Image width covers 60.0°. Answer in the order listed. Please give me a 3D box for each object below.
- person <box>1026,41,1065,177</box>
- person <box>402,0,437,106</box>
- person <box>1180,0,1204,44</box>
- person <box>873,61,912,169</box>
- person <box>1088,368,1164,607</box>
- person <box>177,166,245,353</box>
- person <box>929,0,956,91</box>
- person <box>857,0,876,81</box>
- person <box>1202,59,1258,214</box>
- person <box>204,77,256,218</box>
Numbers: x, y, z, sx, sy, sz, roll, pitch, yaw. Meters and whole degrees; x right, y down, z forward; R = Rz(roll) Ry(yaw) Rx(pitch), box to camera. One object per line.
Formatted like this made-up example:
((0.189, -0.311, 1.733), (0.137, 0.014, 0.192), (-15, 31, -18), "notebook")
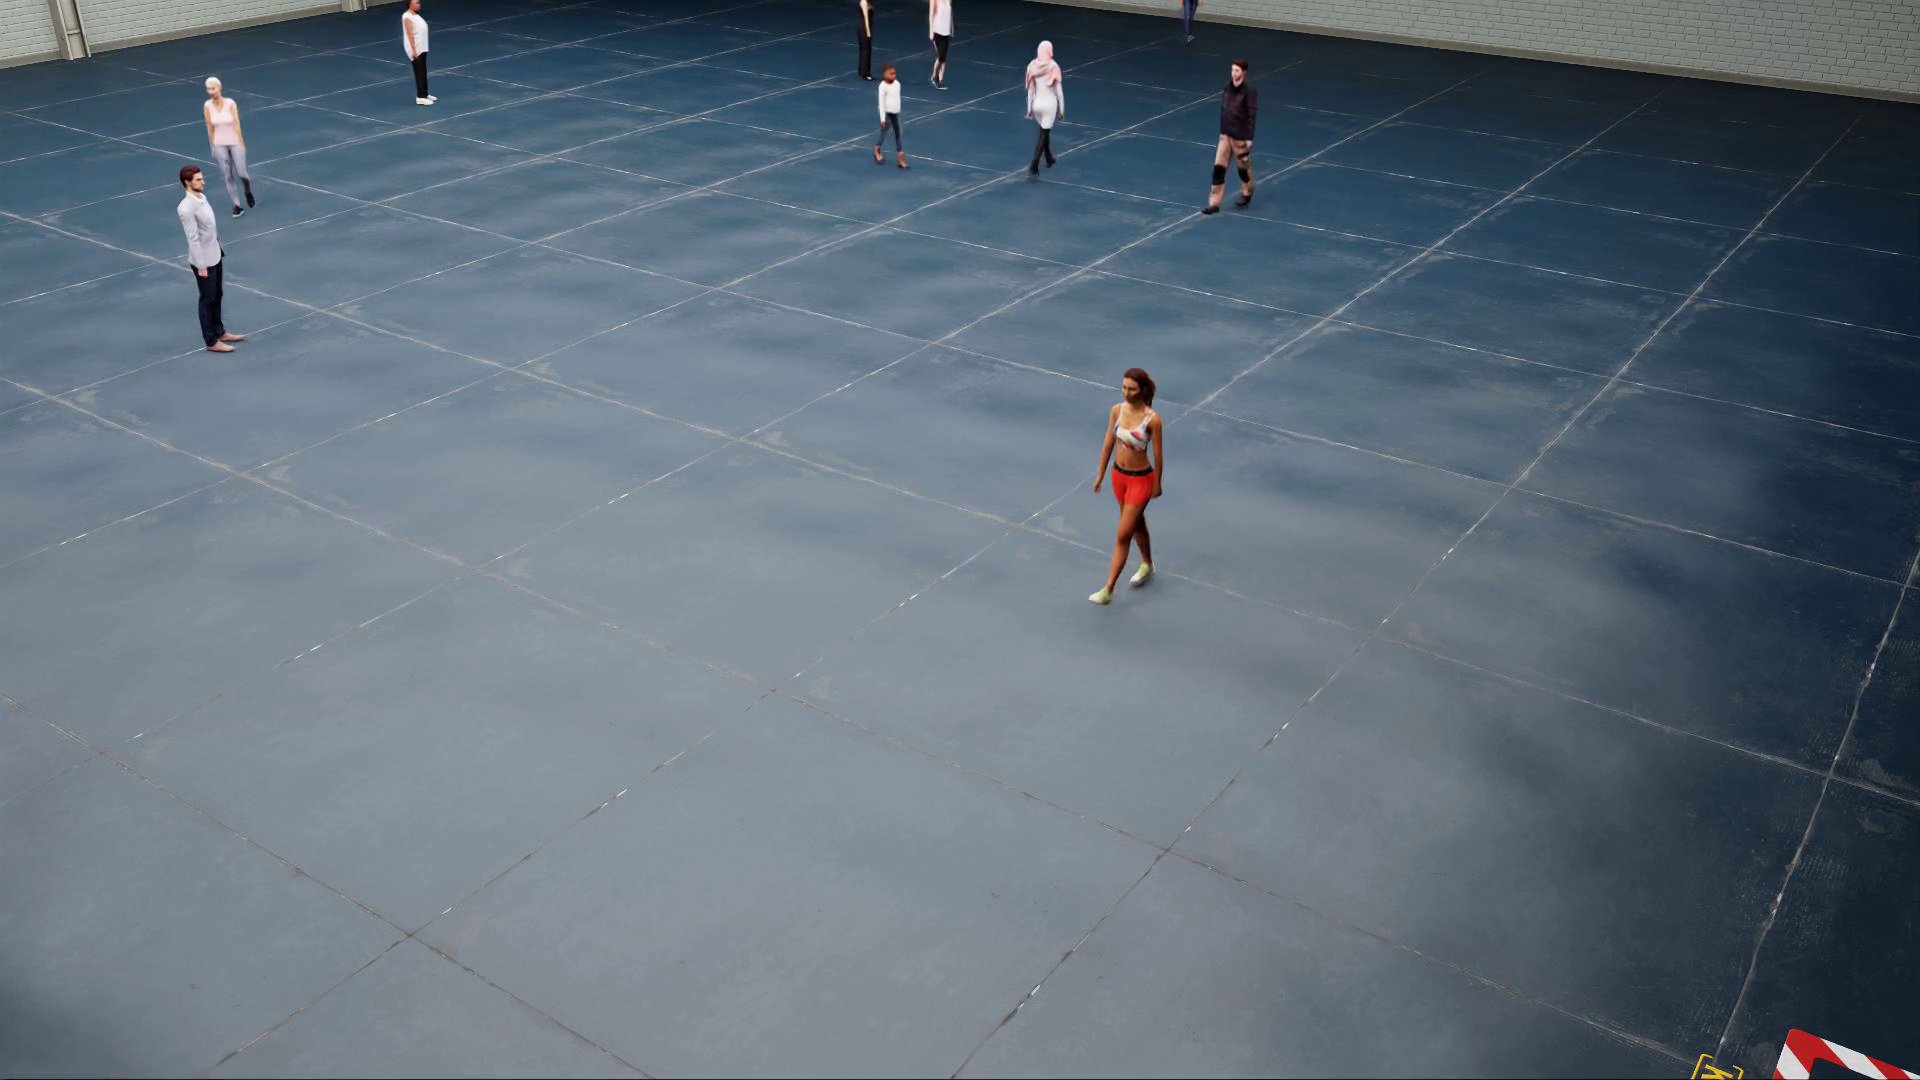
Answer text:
((1.112, -5.761, 22.403), (0.813, 1.759, 1.251), (11, 29, 21), "person")
((-8.628, -7.834, 26.509), (0.823, 1.685, 0.742), (-1, 27, -2), "person")
((4.298, -10.096, 31.094), (1.009, 1.508, 1.080), (-4, 28, -9), "person")
((-1.009, -5.876, 22.992), (1.006, 1.423, 0.790), (-21, 34, -35), "person")
((1.301, -0.431, 12.057), (0.645, 1.754, 1.113), (22, 35, 37), "person")
((-7.535, -2.824, 16.601), (0.816, 1.848, 0.732), (-2, 27, -5), "person")
((-0.372, -8.333, 27.371), (0.633, 1.783, 0.746), (-22, 35, -36), "person")
((-1.639, -8.607, 28.106), (0.713, 1.597, 0.657), (-5, 28, -9), "person")
((3.523, -5.060, 20.910), (0.783, 1.879, 1.233), (22, 34, 36), "person")
((-9.169, -4.960, 20.889), (0.781, 1.719, 0.845), (-4, 28, -8), "person")
